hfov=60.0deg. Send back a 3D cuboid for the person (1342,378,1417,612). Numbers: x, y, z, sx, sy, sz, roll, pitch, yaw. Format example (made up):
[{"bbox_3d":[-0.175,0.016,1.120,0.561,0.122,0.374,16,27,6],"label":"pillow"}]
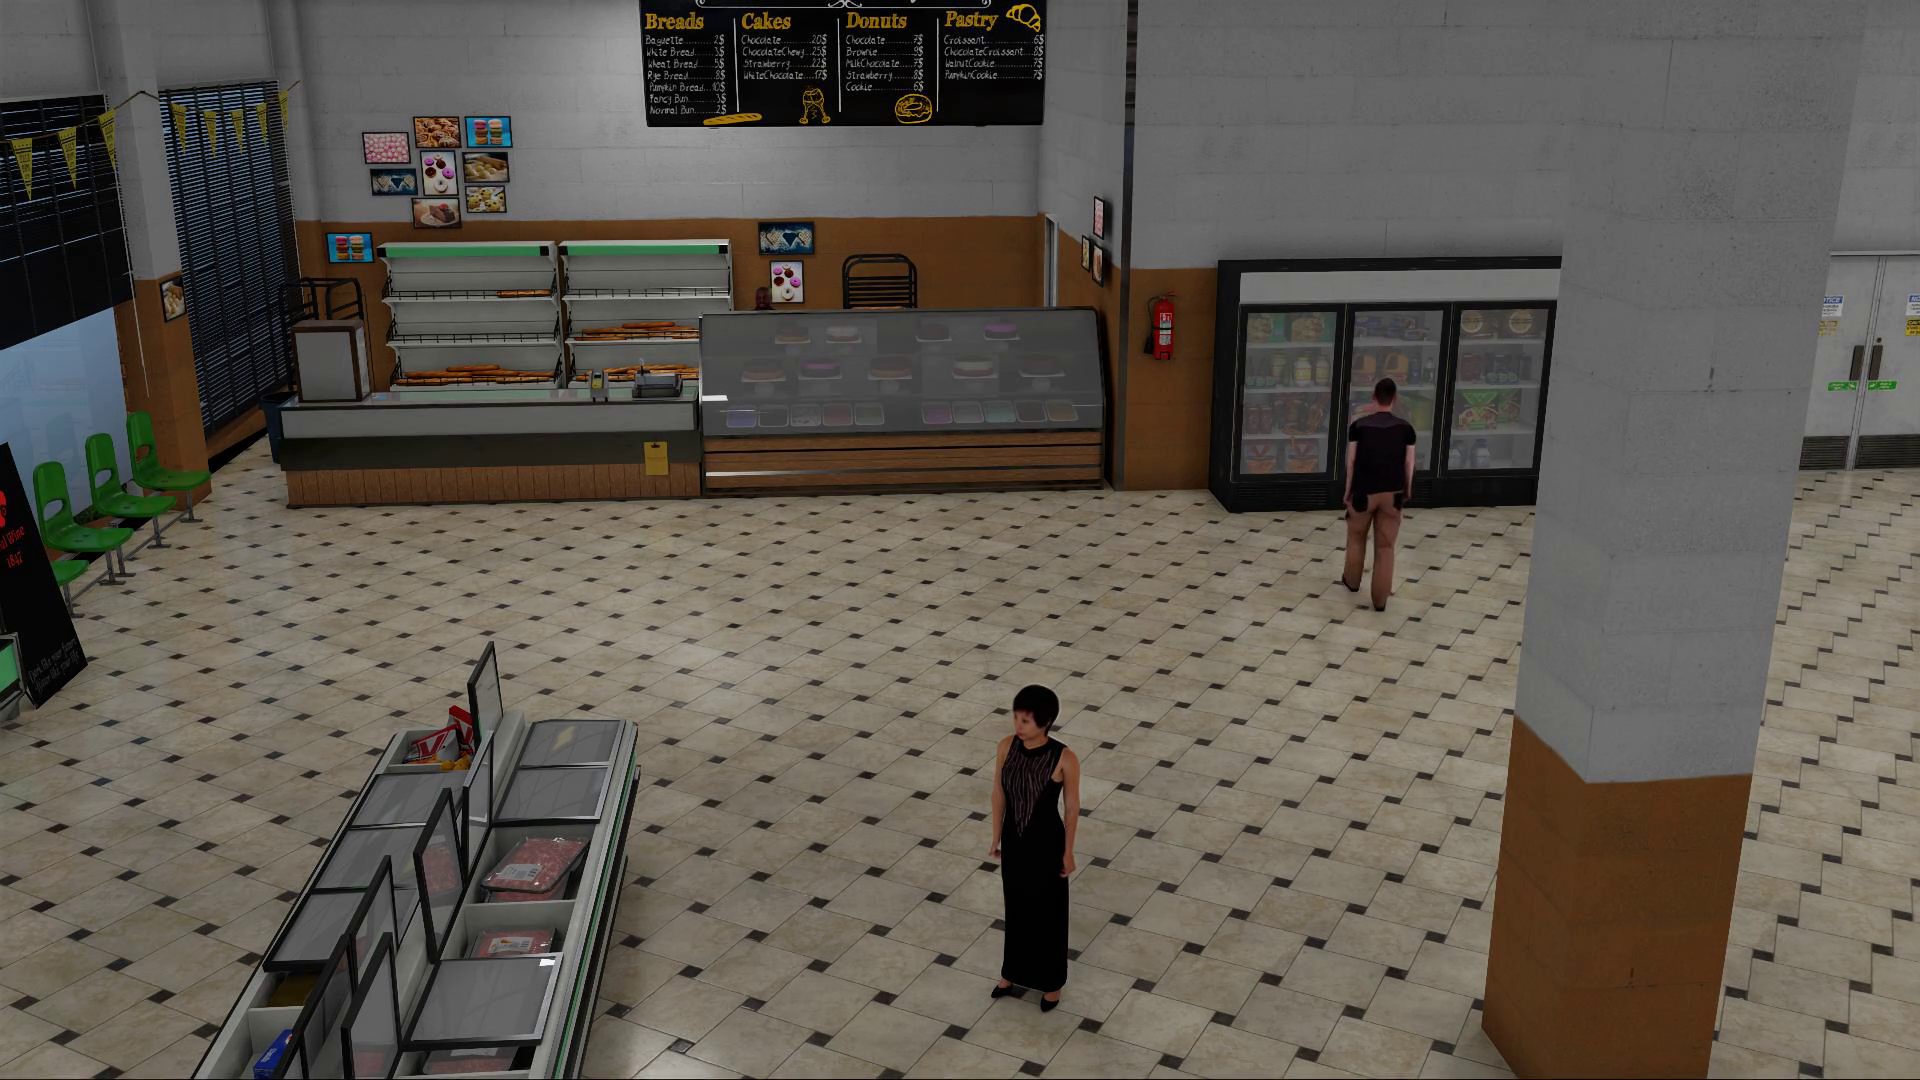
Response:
[{"bbox_3d":[3.285,-0.337,13.088,0.838,1.813,1.025,3,17,9],"label":"person"}]

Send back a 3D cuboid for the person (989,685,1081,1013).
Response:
[{"bbox_3d":[0.354,1.409,7.699,0.666,1.604,0.686,9,19,26],"label":"person"}]
